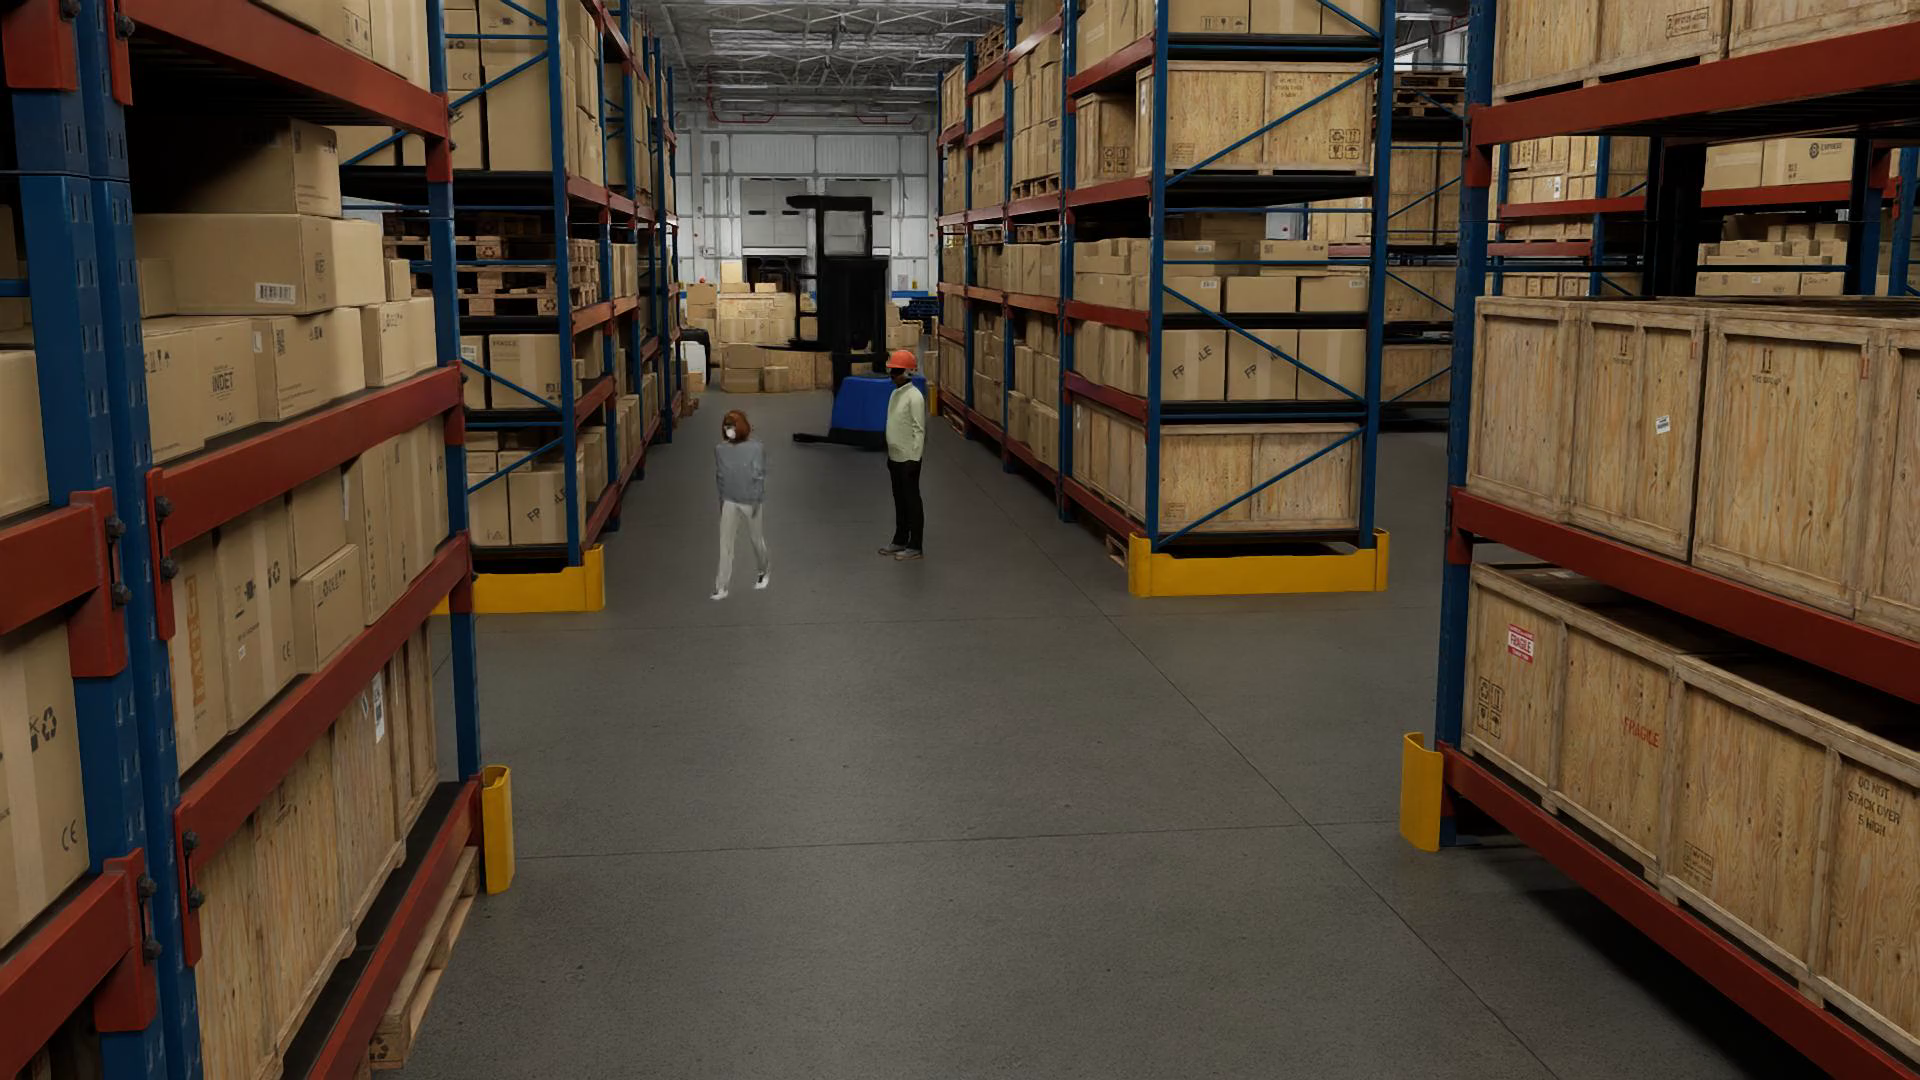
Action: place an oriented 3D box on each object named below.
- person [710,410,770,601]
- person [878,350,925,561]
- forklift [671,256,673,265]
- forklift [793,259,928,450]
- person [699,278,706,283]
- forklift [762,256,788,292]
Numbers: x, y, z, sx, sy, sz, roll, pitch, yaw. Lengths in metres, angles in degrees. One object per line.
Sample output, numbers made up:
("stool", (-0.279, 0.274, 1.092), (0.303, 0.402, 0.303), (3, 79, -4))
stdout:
("person", (-1.860, -0.317, 14.171), (0.501, 1.591, 0.839), (3, 10, 17))
("person", (-0.536, -0.807, 15.830), (0.374, 1.997, 0.613), (-5, 11, -27))
("forklift", (-10.985, -9.066, 61.343), (1.129, 2.768, 1.873), (-1, 10, -7))
("forklift", (-1.489, -2.827, 25.025), (1.873, 2.768, 1.129), (9, 13, 41))
("person", (-10.675, -9.898, 68.961), (0.381, 1.929, 0.543), (8, 13, 40))
("forklift", (-6.675, -8.875, 60.234), (1.129, 2.768, 1.873), (0, 10, -3))
